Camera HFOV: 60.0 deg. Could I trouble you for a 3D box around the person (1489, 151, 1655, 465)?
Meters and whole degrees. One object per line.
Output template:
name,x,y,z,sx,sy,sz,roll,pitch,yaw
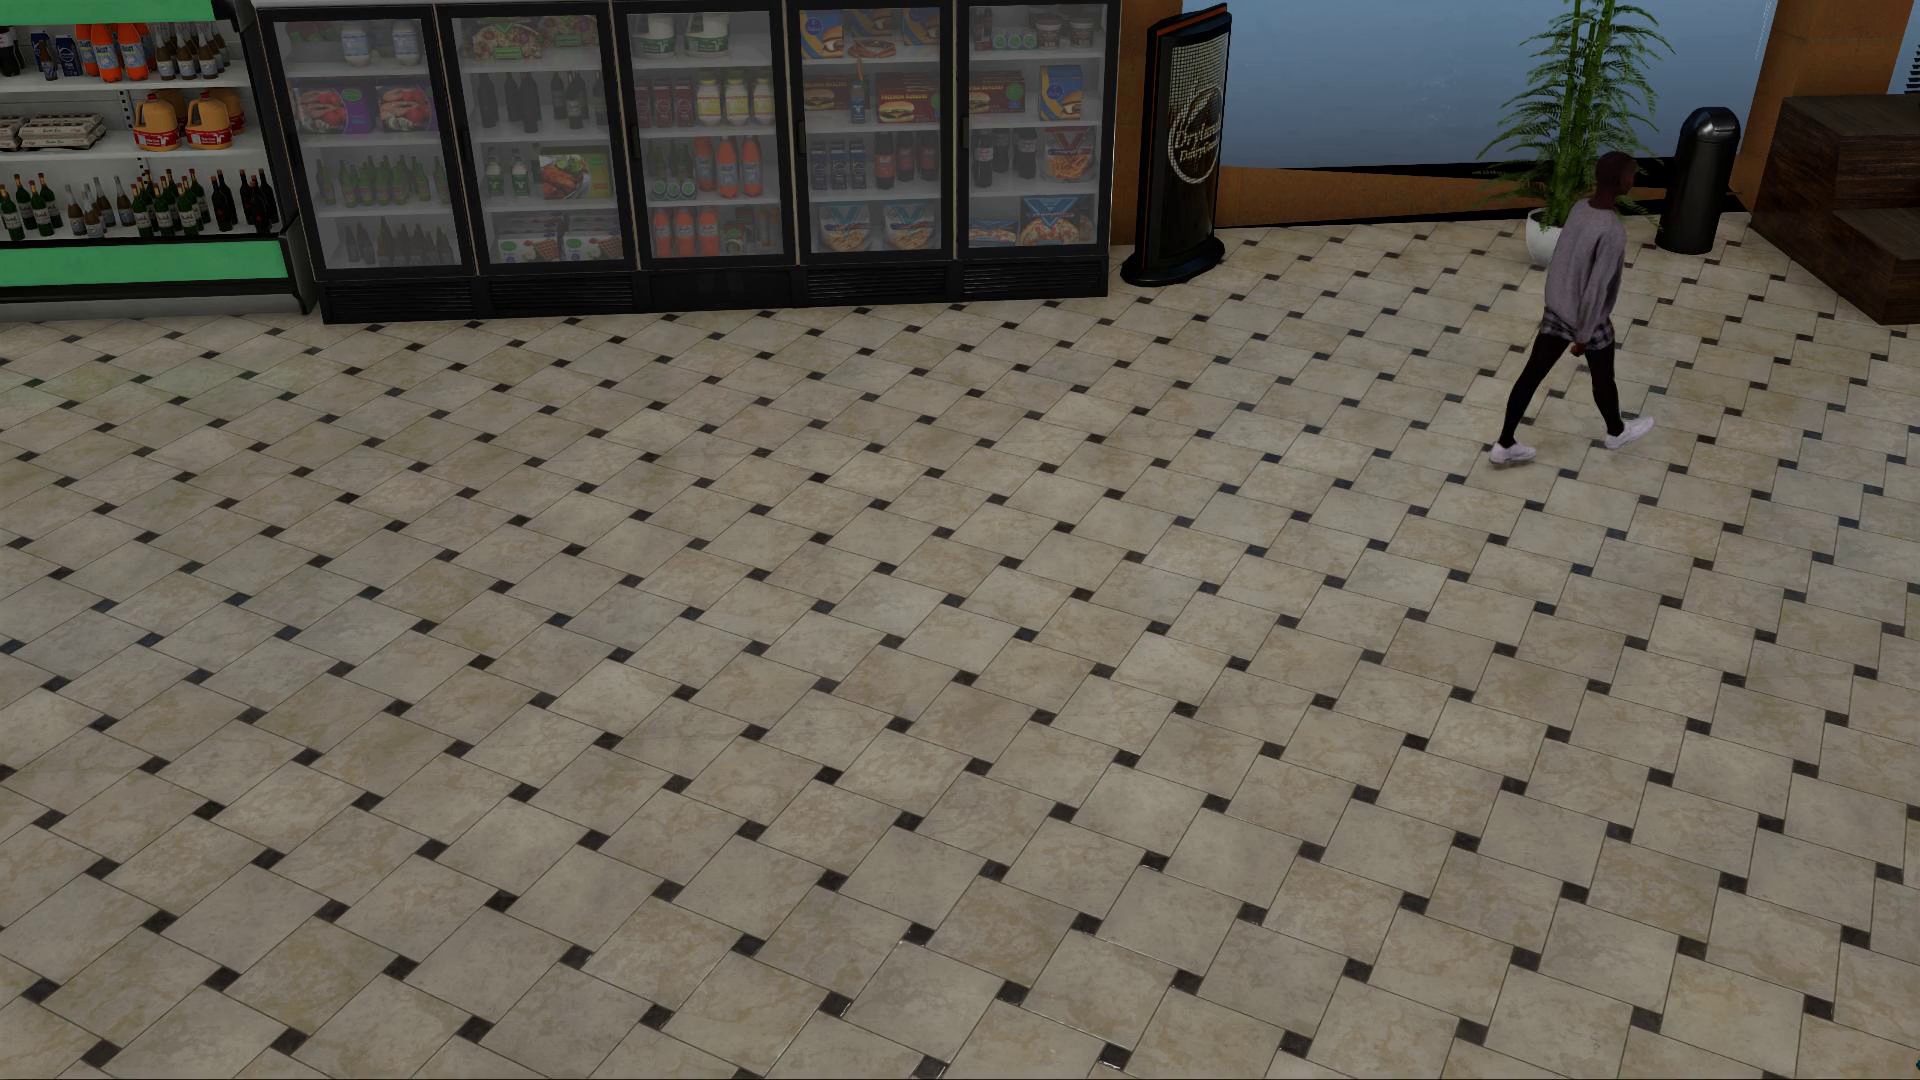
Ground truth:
person,3.127,-1.151,8.700,1.201,1.725,0.795,-9,33,-15
